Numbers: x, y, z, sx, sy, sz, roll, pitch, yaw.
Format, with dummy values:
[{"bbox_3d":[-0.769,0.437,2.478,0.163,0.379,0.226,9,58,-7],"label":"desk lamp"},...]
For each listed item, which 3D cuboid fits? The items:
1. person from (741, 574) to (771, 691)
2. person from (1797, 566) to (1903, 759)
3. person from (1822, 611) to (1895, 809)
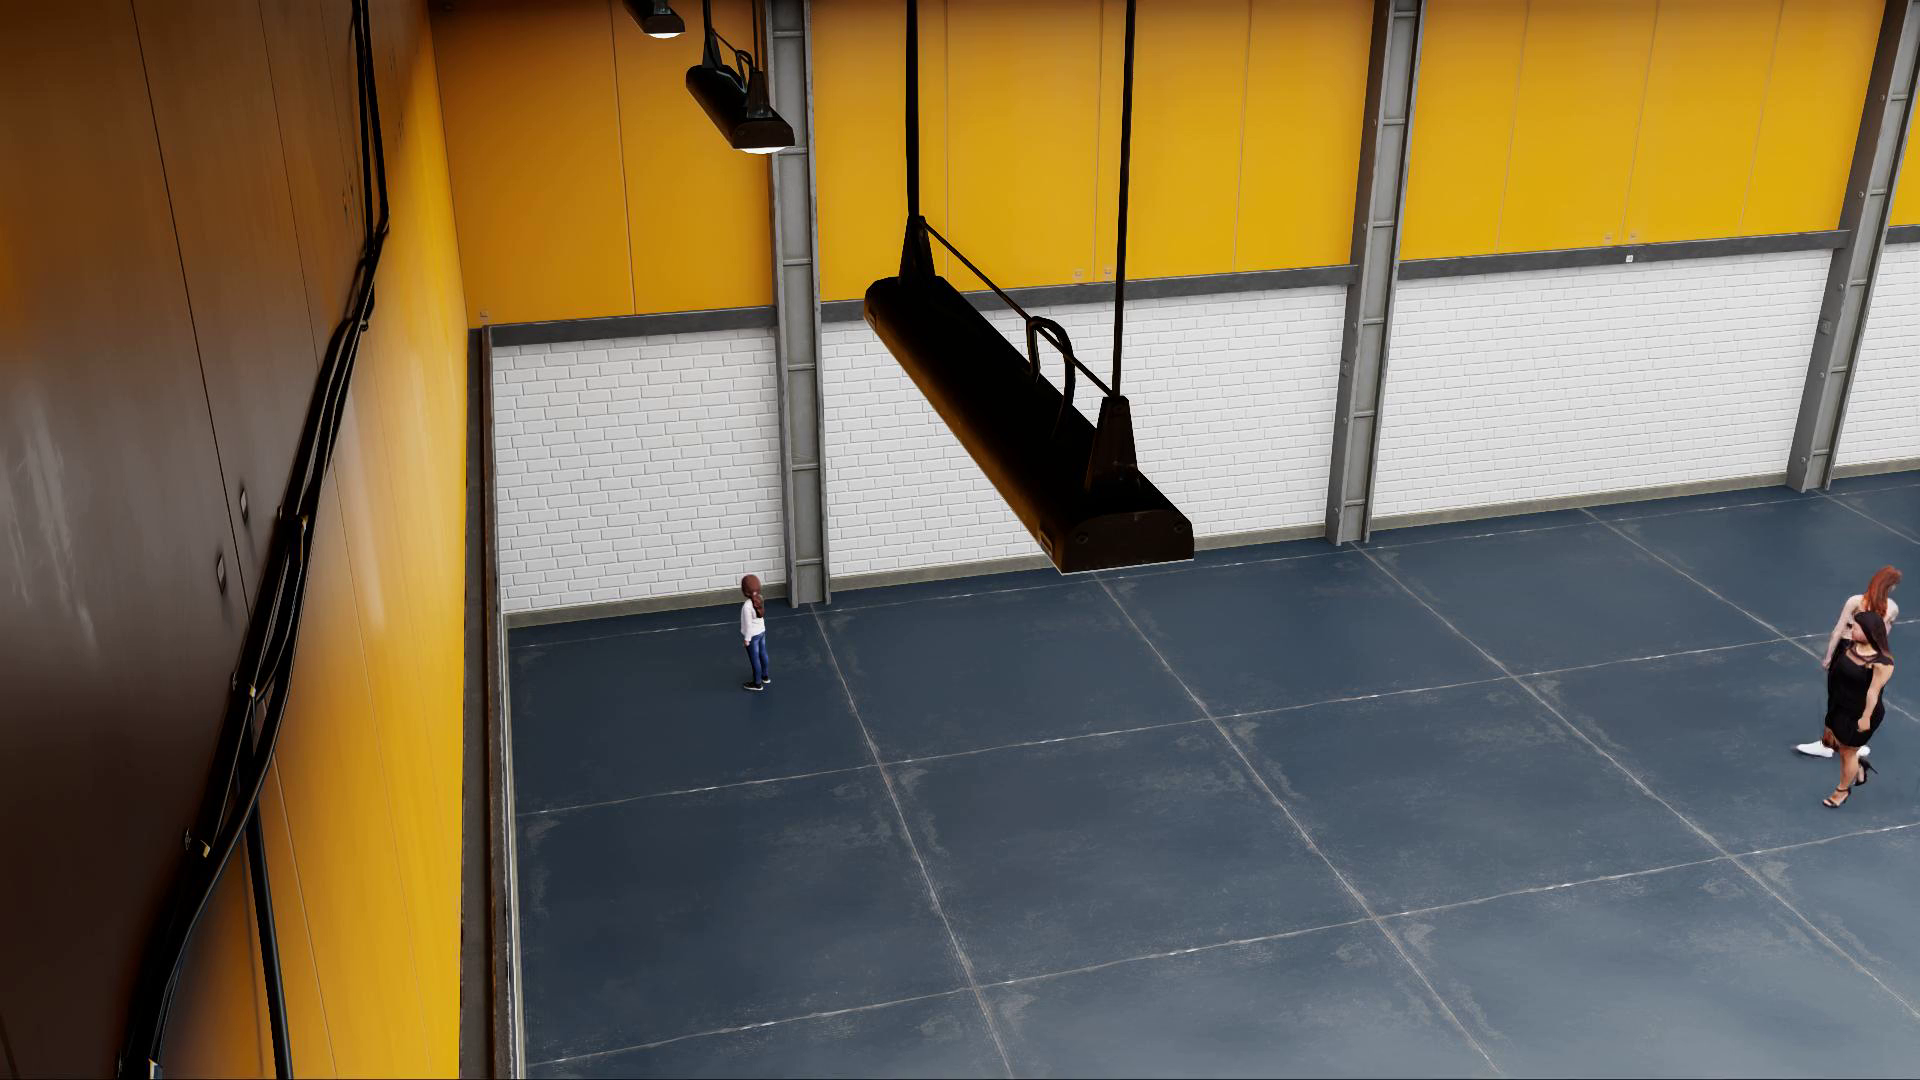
[{"bbox_3d":[-1.855,0.814,15.029,0.577,1.114,0.525,9,25,20],"label":"person"},{"bbox_3d":[7.371,1.022,13.781,0.585,1.733,0.843,-6,24,-13],"label":"person"},{"bbox_3d":[7.123,1.350,13.072,0.805,1.700,0.720,-2,24,-5],"label":"person"}]
